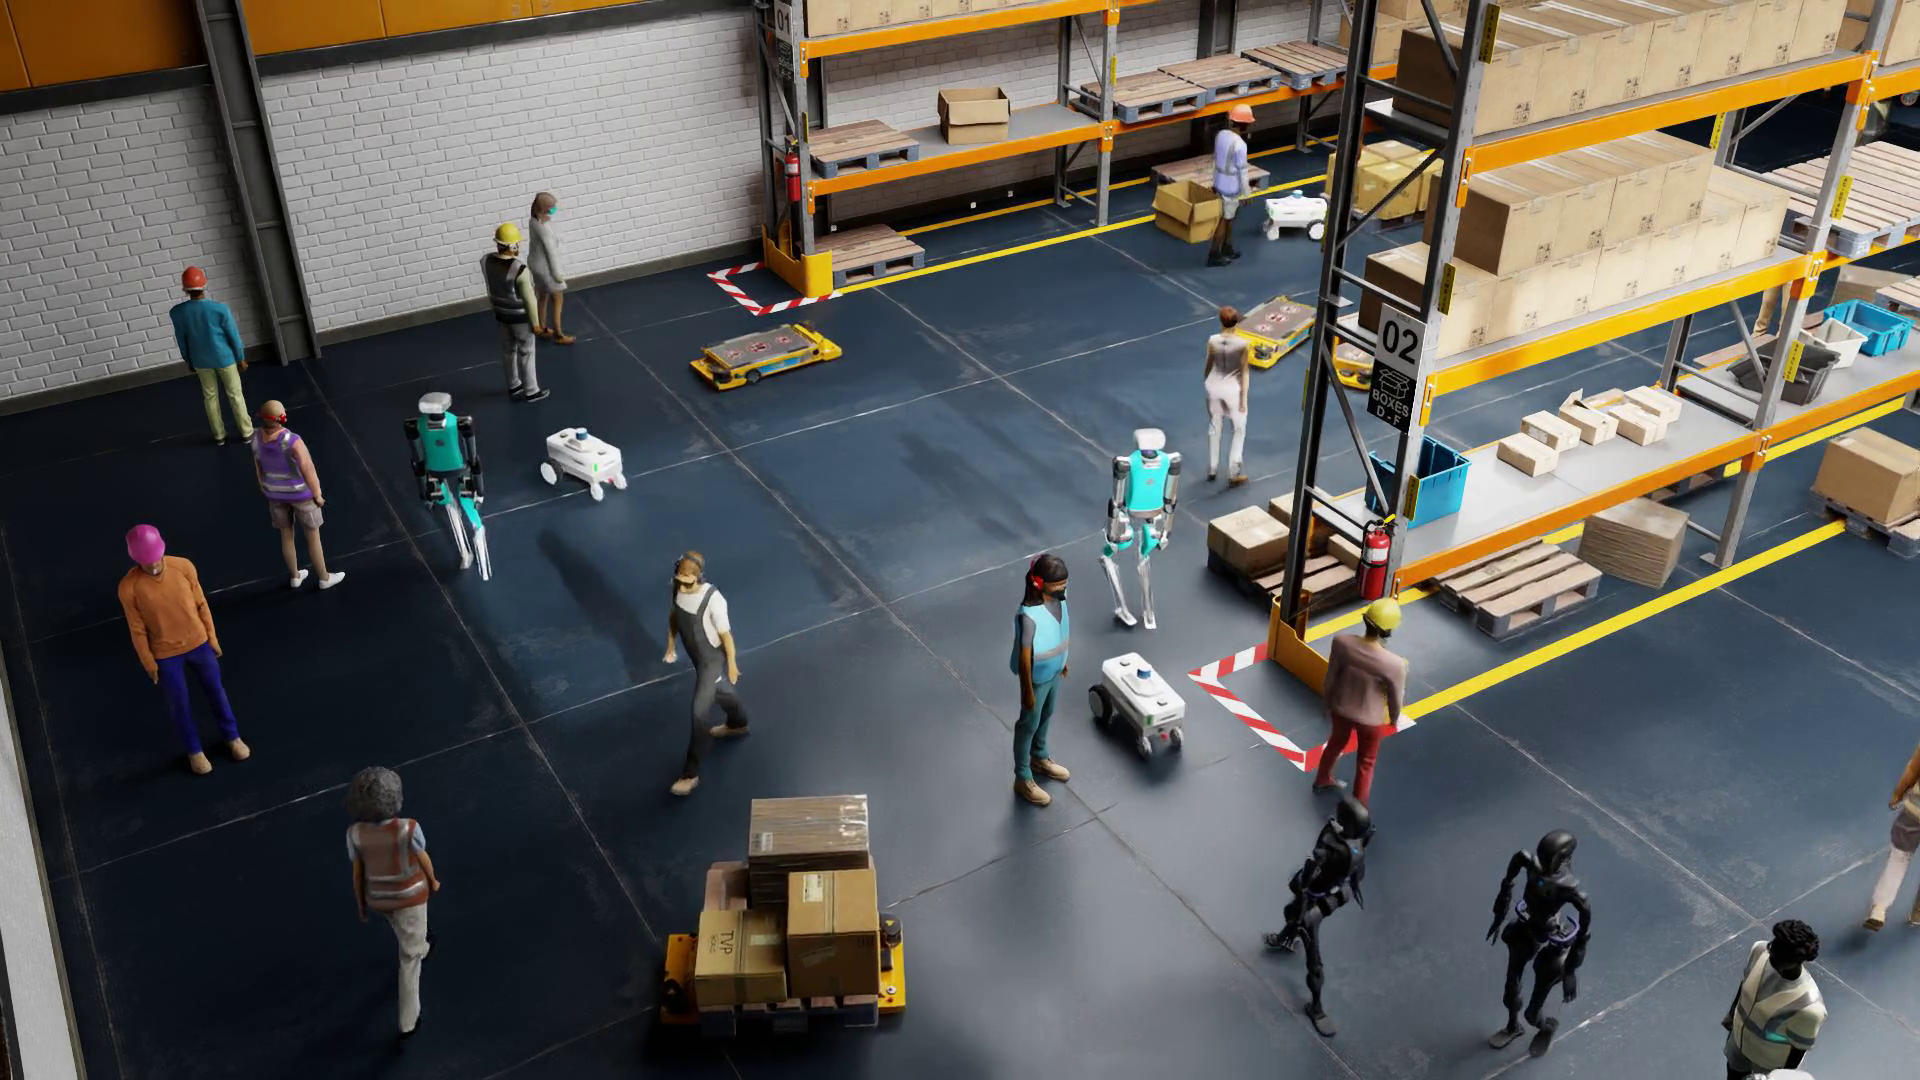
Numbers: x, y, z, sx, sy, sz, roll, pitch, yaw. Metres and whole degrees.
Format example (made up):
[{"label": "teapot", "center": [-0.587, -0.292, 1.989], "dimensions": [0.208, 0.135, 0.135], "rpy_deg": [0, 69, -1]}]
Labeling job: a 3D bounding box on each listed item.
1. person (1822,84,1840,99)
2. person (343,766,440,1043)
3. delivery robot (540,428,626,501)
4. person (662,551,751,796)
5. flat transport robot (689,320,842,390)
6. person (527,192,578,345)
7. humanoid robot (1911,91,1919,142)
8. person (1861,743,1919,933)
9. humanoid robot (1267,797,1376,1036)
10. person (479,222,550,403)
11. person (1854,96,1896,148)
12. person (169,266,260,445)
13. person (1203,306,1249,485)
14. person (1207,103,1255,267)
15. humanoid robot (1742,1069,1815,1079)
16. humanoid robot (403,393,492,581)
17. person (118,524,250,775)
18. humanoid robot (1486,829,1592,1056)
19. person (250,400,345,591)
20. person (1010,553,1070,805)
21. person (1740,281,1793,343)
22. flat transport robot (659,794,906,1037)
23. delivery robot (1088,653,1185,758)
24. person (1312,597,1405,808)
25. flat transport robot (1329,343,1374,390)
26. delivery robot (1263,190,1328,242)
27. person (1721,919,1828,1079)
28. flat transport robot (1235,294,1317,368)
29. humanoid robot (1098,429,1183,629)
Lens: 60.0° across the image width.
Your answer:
[{"label": "person", "center": [12.973, -7.376, 24.392], "dimensions": [0.551, 1.813, 0.419], "rpy_deg": [11, 34, 17]}, {"label": "person", "center": [-3.244, 2.040, 9.531], "dimensions": [0.416, 1.640, 0.879], "rpy_deg": [2, 32, 3]}, {"label": "delivery robot", "center": [-3.401, -0.730, 14.989], "dimensions": [0.781, 0.605, 0.499], "rpy_deg": [23, 39, 32]}, {"label": "person", "center": [-1.793, 0.809, 11.369], "dimensions": [0.909, 1.795, 0.565], "rpy_deg": [-26, 41, -35]}, {"label": "flat transport robot", "center": [-2.001, -1.910, 17.130], "dimensions": [1.431, 0.231, 0.659], "rpy_deg": [-20, 37, -29]}, {"label": "person", "center": [-4.291, -2.820, 17.278], "dimensions": [0.361, 1.647, 0.545], "rpy_deg": [-15, 35, -23]}, {"label": "humanoid robot", "center": [13.439, -6.288, 22.773], "dimensions": [0.599, 1.657, 0.315], "rpy_deg": [-16, 36, -24]}, {"label": "person", "center": [5.850, 1.690, 9.992], "dimensions": [0.530, 1.748, 0.604], "rpy_deg": [22, 38, 31]}, {"label": "humanoid robot", "center": [2.039, 2.016, 9.600], "dimensions": [0.602, 1.618, 0.766], "rpy_deg": [-22, 38, -31]}, {"label": "person", "center": [-4.308, -2.201, 16.136], "dimensions": [0.601, 1.820, 0.403], "rpy_deg": [18, 36, 26]}, {"label": "person", "center": [10.968, -4.680, 20.100], "dimensions": [0.579, 1.824, 0.505], "rpy_deg": [-14, 35, -21]}, {"label": "person", "center": [-6.899, -1.701, 15.393], "dimensions": [0.571, 1.755, 0.320], "rpy_deg": [-3, 32, -5]}, {"label": "person", "center": [2.371, -1.295, 14.858], "dimensions": [0.494, 1.623, 0.372], "rpy_deg": [17, 36, 25]}, {"label": "person", "center": [3.157, -4.039, 18.973], "dimensions": [0.654, 1.914, 0.551], "rpy_deg": [-10, 33, -16]}, {"label": "humanoid robot", "center": [3.896, 3.150, 7.738], "dimensions": [0.747, 1.836, 0.542], "rpy_deg": [-3, 32, -5]}, {"label": "humanoid robot", "center": [-4.086, -0.470, 13.480], "dimensions": [0.537, 1.800, 0.782], "rpy_deg": [-3, 32, -5]}, {"label": "person", "center": [-5.324, 0.728, 11.326], "dimensions": [0.517, 1.973, 0.401], "rpy_deg": [-25, 40, -34]}, {"label": "humanoid robot", "center": [3.223, 2.217, 9.222], "dimensions": [0.378, 1.640, 0.609], "rpy_deg": [-21, 38, -30]}, {"label": "person", "center": [-5.339, -0.348, 13.297], "dimensions": [0.492, 1.693, 0.349], "rpy_deg": [5, 32, 8]}, {"label": "person", "center": [0.545, 0.897, 11.147], "dimensions": [0.395, 1.870, 0.529], "rpy_deg": [19, 37, 28]}, {"label": "person", "center": [8.469, -2.743, 17.059], "dimensions": [0.340, 1.748, 0.571], "rpy_deg": [-19, 37, -28]}, {"label": "flat transport robot", "center": [-1.054, 2.569, 9.988], "dimensions": [1.431, 0.231, 0.659], "rpy_deg": [-2, 32, -3]}, {"label": "delivery robot", "center": [1.297, 1.145, 12.006], "dimensions": [0.499, 0.613, 0.796], "rpy_deg": [-14, 35, -21]}, {"label": "person", "center": [2.643, 1.104, 10.930], "dimensions": [0.523, 1.750, 0.379], "rpy_deg": [26, 40, 35]}, {"label": "flat transport robot", "center": [4.189, -1.955, 17.201], "dimensions": [0.659, 0.231, 1.431], "rpy_deg": [17, 36, 25]}, {"label": "delivery robot", "center": [4.065, -3.921, 20.067], "dimensions": [0.789, 0.593, 0.499], "rpy_deg": [-1, 32, -2]}, {"label": "person", "center": [4.147, 2.604, 8.594], "dimensions": [0.321, 1.693, 0.534], "rpy_deg": [-7, 33, -10]}, {"label": "flat transport robot", "center": [3.318, -2.226, 17.634], "dimensions": [0.659, 0.231, 1.431], "rpy_deg": [22, 38, 31]}, {"label": "humanoid robot", "center": [1.353, -0.146, 12.898], "dimensions": [0.543, 1.758, 0.662], "rpy_deg": [-6, 33, -9]}]
